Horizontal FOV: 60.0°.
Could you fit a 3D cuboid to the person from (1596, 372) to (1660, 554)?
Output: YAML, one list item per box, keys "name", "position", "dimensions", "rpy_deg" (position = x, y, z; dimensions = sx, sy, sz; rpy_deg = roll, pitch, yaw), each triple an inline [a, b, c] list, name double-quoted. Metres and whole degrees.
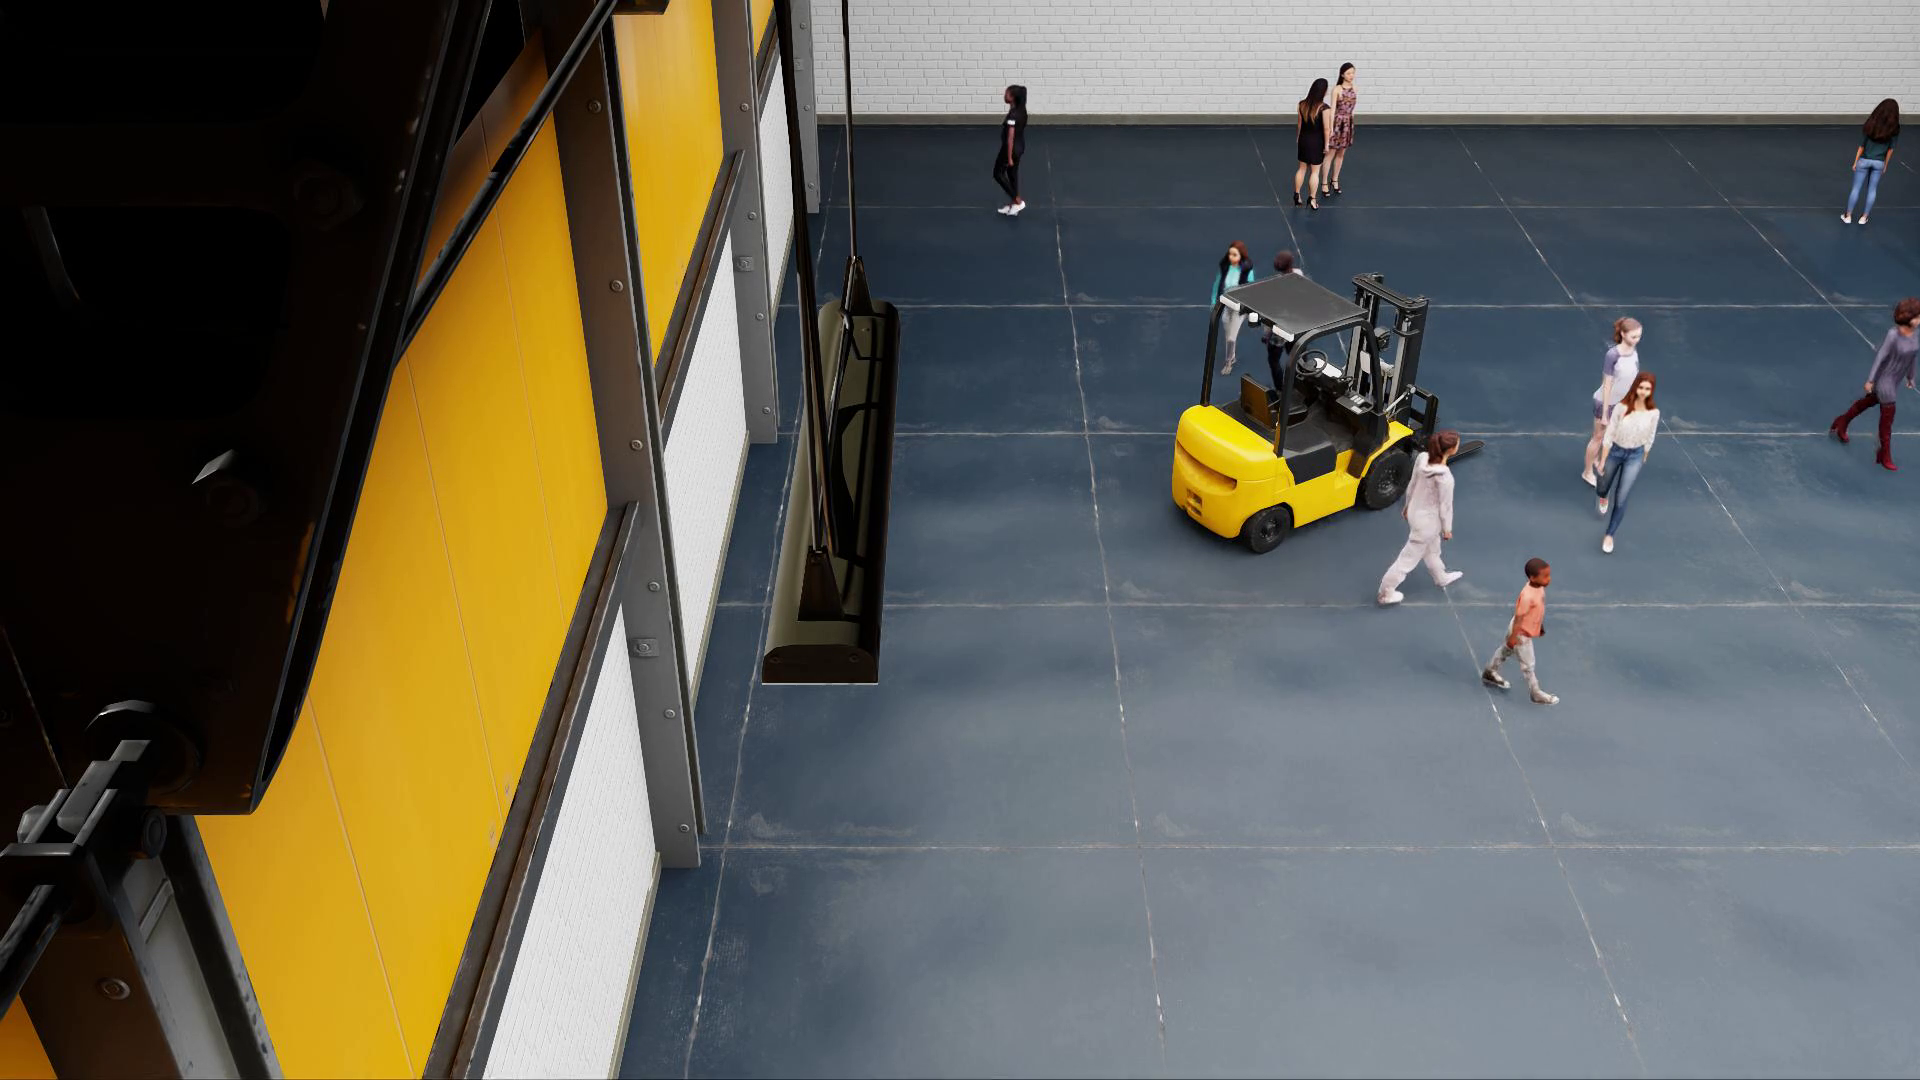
- name: "person"
  position: [5.984, -0.772, 15.013]
  dimensions: [0.807, 1.710, 1.040]
  rpy_deg: [12, 35, 17]

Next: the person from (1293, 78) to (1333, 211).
- name: "person"
  position: [4.566, -5.135, 21.571]
  dimensions: [0.815, 1.718, 0.756]
  rpy_deg: [-29, 43, -36]

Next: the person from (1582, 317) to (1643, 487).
- name: "person"
  position: [6.130, -1.341, 15.835]
  dimensions: [0.704, 1.749, 0.759]
  rpy_deg: [-19, 38, -26]

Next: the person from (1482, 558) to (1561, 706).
- name: "person"
  position: [4.419, 0.686, 13.211]
  dimensions: [0.879, 1.277, 0.873]
  rpy_deg: [22, 40, 30]

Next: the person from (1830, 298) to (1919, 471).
- name: "person"
  position: [9.013, -1.595, 16.287]
  dimensions: [0.905, 1.671, 1.152]
  rpy_deg: [-14, 36, -20]

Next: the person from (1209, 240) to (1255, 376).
- name: "person"
  position: [2.971, -2.543, 17.882]
  dimensions: [0.786, 1.484, 0.864]
  rpy_deg: [21, 39, 29]

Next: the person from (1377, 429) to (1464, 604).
- name: "person"
  position: [3.884, -0.156, 14.148]
  dimensions: [0.876, 1.642, 1.080]
  rpy_deg: [-8, 34, -11]

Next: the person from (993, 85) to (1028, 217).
- name: "person"
  position: [0.744, -4.972, 21.323]
  dimensions: [0.781, 1.720, 0.712]
  rpy_deg: [11, 35, 16]

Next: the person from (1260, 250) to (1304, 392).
- name: "person"
  position: [3.418, -2.198, 17.125]
  dimensions: [0.823, 1.747, 0.851]
  rpy_deg: [-16, 37, -23]

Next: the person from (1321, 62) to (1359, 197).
- name: "person"
  position: [5.019, -5.417, 21.945]
  dimensions: [0.793, 1.774, 0.831]
  rpy_deg: [-18, 38, -25]

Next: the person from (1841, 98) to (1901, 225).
- name: "person"
  position: [11.621, -4.828, 21.200]
  dimensions: [0.678, 1.616, 0.695]
  rpy_deg: [12, 35, 17]
